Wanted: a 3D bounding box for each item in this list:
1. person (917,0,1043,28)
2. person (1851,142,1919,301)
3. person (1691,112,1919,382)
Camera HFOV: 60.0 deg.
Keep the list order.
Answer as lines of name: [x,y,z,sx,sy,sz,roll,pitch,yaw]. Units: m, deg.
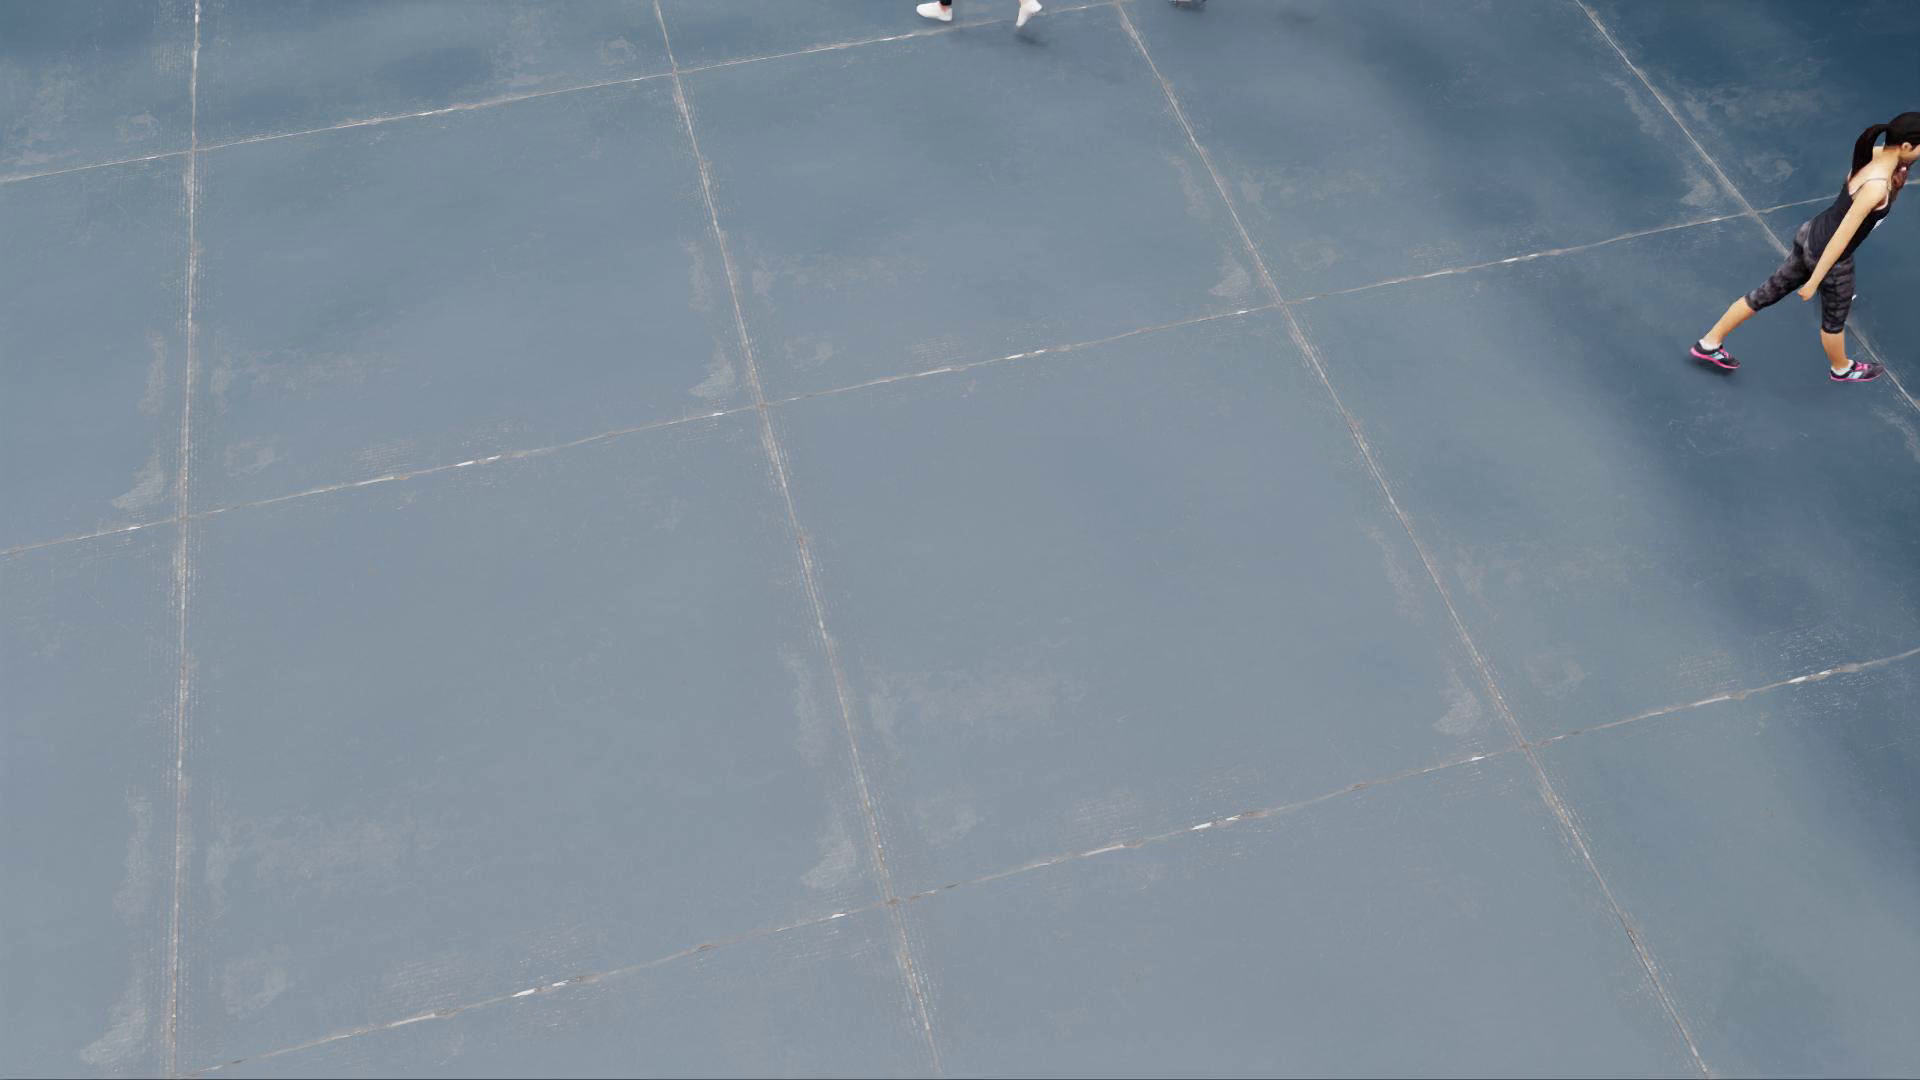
person: [0.139,-3.907,10.367,1.086,1.672,1.102,19,55,14]
person: [4.934,-1.723,9.036,0.487,1.102,0.610,-18,54,-14]
person: [4.289,-1.467,8.478,1.111,1.671,1.206,16,54,12]
